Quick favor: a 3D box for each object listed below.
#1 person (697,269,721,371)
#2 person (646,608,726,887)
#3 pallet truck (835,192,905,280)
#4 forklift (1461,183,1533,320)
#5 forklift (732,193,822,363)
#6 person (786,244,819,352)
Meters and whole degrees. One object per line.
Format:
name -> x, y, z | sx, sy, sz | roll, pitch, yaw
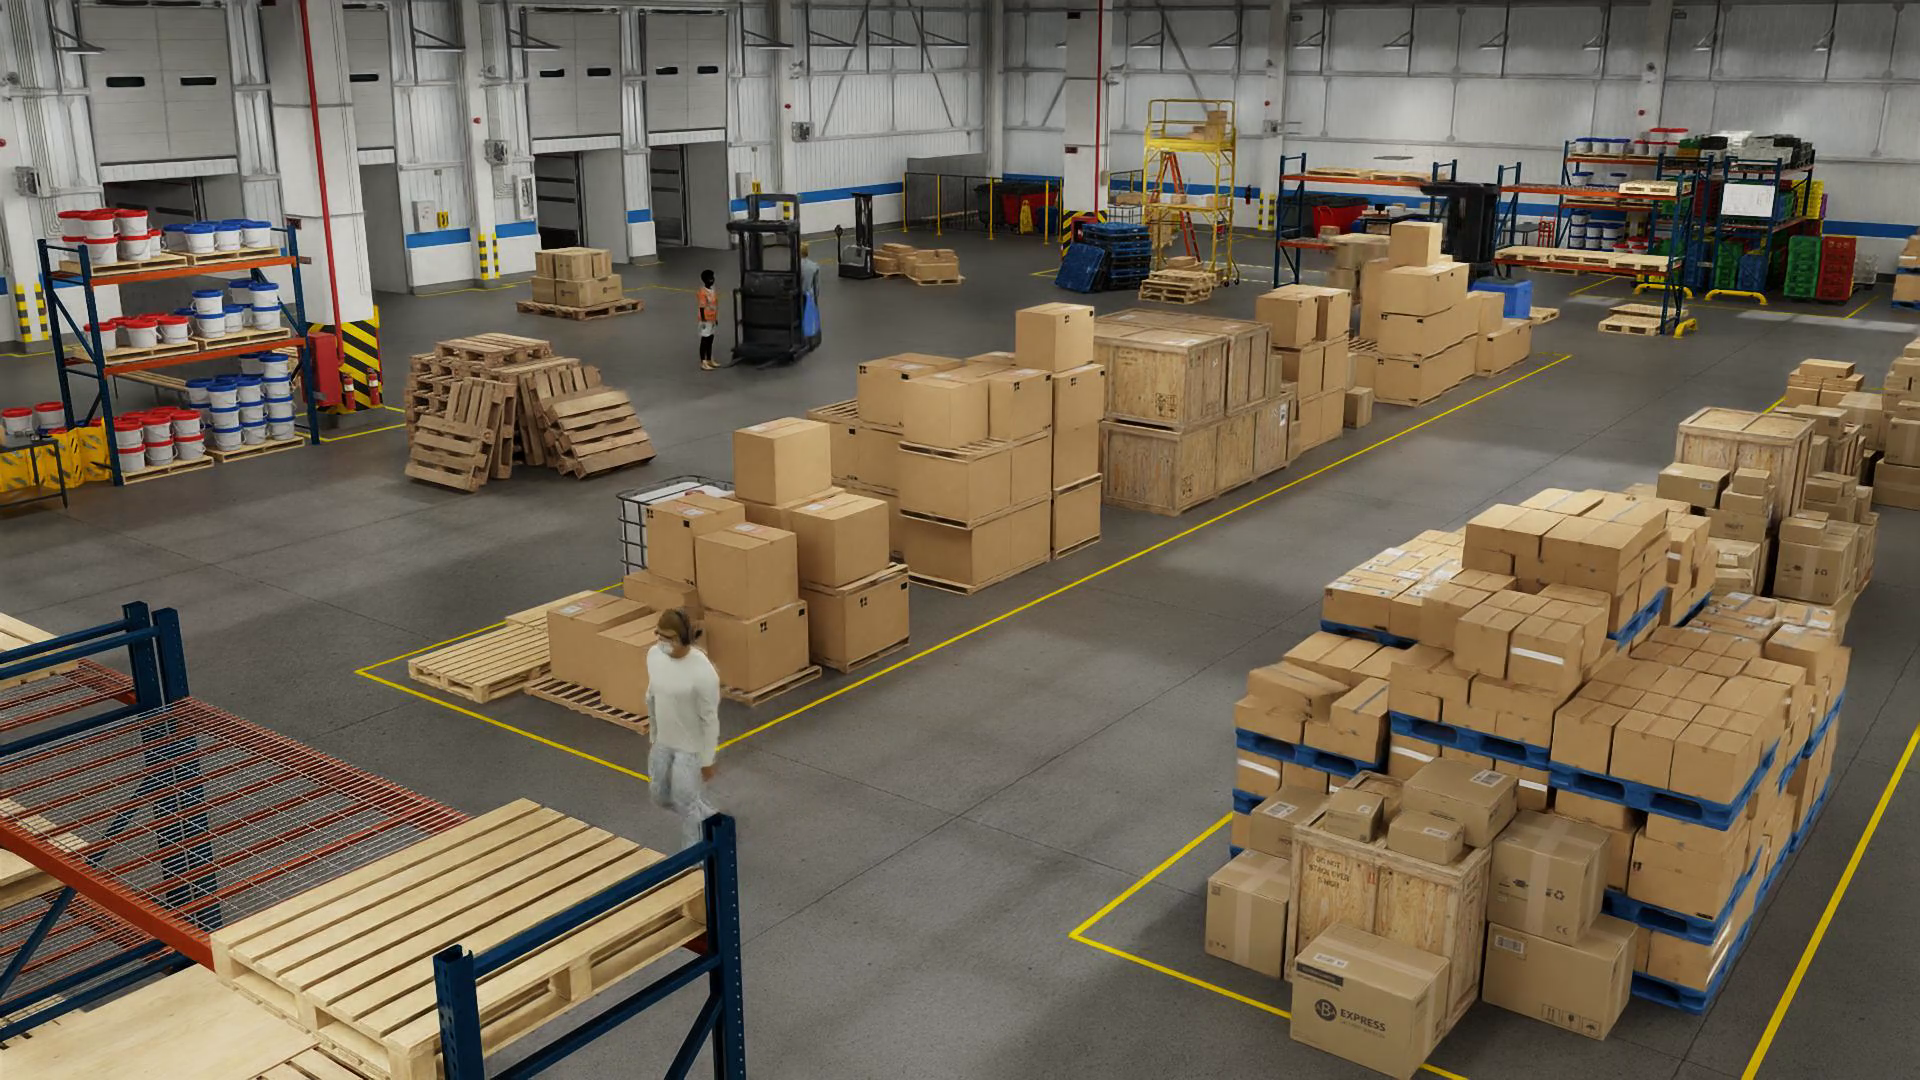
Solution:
person -> -4.252, -3.723, 28.117 | 0.322, 1.696, 0.536 | 5, 18, 17
person -> -1.797, 1.341, 10.962 | 0.648, 1.926, 0.555 | 14, 22, 39
pallet truck -> -1.936, -7.159, 38.982 | 1.885, 1.965, 0.823 | -12, 21, -34
forklift -> 9.676, -5.219, 31.054 | 1.873, 2.768, 1.129 | 12, 21, 35
forklift -> -3.214, -4.669, 29.235 | 1.129, 2.768, 1.873 | 4, 17, 12
person -> -2.807, -4.303, 29.654 | 0.639, 1.927, 0.387 | -9, 19, -28
